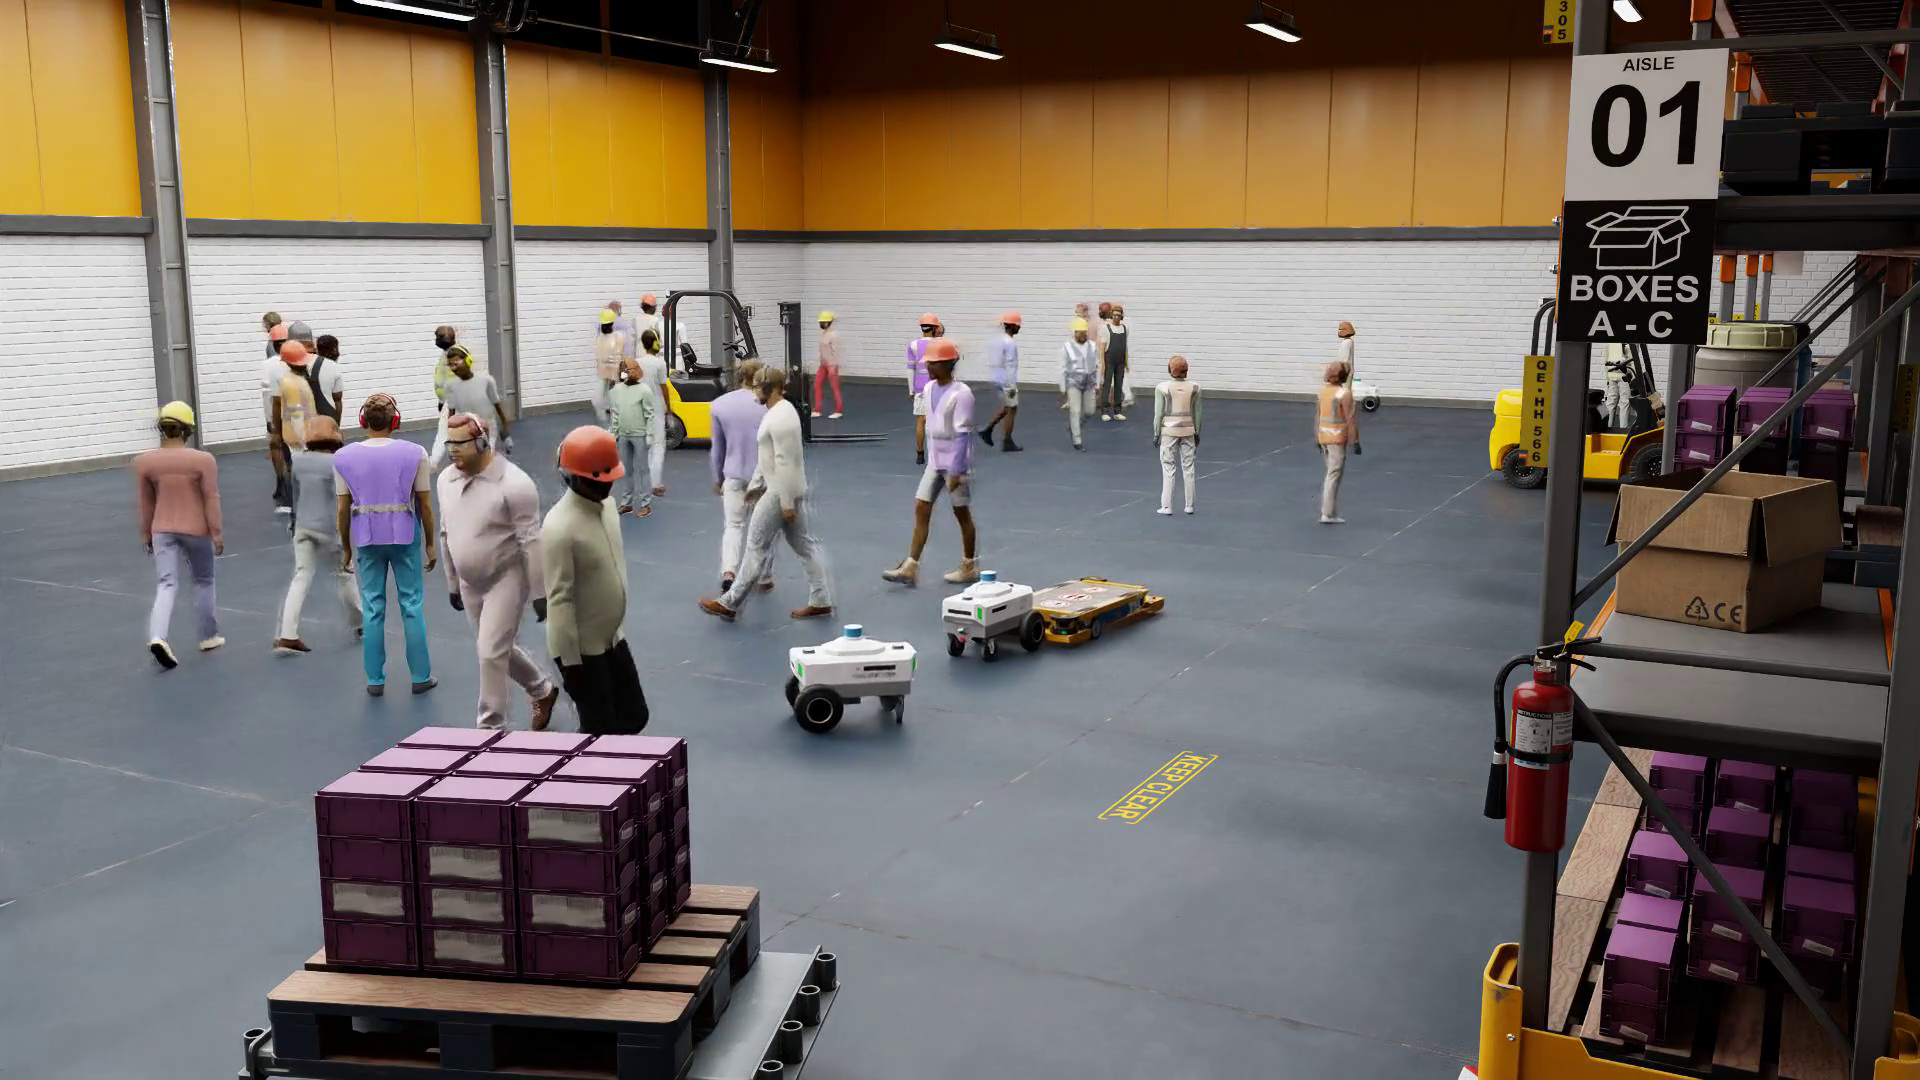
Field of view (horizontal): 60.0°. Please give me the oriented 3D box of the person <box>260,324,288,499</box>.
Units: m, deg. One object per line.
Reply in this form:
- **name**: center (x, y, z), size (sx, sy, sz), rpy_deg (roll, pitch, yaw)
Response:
- **person**: center (-7.307, -1.374, 18.055), size (0.547, 1.921, 0.493), rpy_deg (-8, 12, -37)

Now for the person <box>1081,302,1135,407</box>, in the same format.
- **person**: center (2.593, -3.236, 29.095), size (1.040, 1.827, 0.580), rpy_deg (4, 11, 22)

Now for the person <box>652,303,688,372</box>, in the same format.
- **person**: center (-4.675, -2.887, 26.899), size (0.576, 1.883, 0.355), rpy_deg (1, 10, 4)

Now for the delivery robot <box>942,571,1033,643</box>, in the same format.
- **delivery robot**: center (0.187, 0.451, 11.144), size (0.477, 0.478, 0.707), rpy_deg (6, 12, 33)

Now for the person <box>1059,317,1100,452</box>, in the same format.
- **person**: center (1.610, -2.128, 22.685), size (0.604, 1.820, 0.546), rpy_deg (-4, 11, -22)

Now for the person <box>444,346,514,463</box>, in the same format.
- **person**: center (-4.585, -0.946, 15.865), size (0.551, 1.812, 0.609), rpy_deg (1, 10, 8)

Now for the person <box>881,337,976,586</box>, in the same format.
- **person**: center (-0.220, -0.601, 13.298), size (0.953, 2.004, 0.641), rpy_deg (-8, 12, -37)

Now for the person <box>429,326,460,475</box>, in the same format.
- **person**: center (-6.280, -1.696, 20.245), size (0.925, 1.795, 0.647), rpy_deg (-4, 11, -23)

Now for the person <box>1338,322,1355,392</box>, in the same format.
- **person**: center (5.939, -2.543, 25.631), size (0.266, 1.631, 0.507), rpy_deg (4, 11, 22)

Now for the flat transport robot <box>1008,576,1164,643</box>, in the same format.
- **flat transport robot**: center (0.864, 0.490, 12.013), size (0.652, 0.197, 1.431), rpy_deg (6, 12, 33)

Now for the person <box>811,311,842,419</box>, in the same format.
- **person**: center (-2.208, -2.814, 26.864), size (0.752, 1.733, 0.555), rpy_deg (-7, 12, -37)

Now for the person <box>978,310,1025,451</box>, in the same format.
- **person**: center (0.601, -2.143, 22.484), size (0.546, 1.919, 0.565), rpy_deg (-4, 10, -20)

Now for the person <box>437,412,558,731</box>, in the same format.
- **person**: center (-2.477, 0.214, 9.020), size (0.666, 1.866, 0.872), rpy_deg (6, 11, 29)

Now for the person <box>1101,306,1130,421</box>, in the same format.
- **person**: center (2.490, -2.826, 26.667), size (0.506, 1.843, 0.349), rpy_deg (-4, 11, -23)

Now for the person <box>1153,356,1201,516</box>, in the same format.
- **person**: center (2.228, -1.066, 17.065), size (0.522, 1.638, 0.310), rpy_deg (-2, 10, -13)

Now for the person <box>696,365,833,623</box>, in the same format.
- **person**: center (-1.407, -0.324, 12.097), size (1.006, 1.874, 0.619), rpy_deg (0, 10, 0)

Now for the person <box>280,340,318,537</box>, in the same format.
- **person**: center (-6.249, -0.947, 15.710), size (0.374, 1.885, 0.706), rpy_deg (-2, 10, -14)

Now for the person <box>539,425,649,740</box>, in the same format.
- **person**: center (-1.637, 0.449, 7.382), size (0.485, 1.953, 0.666), rpy_deg (2, 10, 10)

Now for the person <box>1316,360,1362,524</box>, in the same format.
- **person**: center (3.782, -0.965, 16.519), size (0.458, 1.627, 0.528), rpy_deg (-3, 10, -19)

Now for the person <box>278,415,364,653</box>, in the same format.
- **person**: center (-4.330, -0.047, 11.301), size (0.532, 1.585, 0.878), rpy_deg (3, 10, 19)

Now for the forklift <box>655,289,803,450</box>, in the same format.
- **forklift**: center (-3.358, -2.392, 23.136), size (2.313, 2.155, 1.214), rpy_deg (-1, 10, -5)

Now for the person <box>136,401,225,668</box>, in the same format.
- **person**: center (-5.147, -0.047, 10.944), size (0.526, 1.724, 0.854), rpy_deg (-1, 10, -7)

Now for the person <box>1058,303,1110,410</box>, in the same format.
- **person**: center (2.155, -3.137, 28.516), size (0.979, 1.854, 0.742), rpy_deg (-2, 10, -10)

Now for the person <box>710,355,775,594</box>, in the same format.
- **person**: center (-1.631, -0.463, 12.825), size (0.634, 1.908, 0.885), rpy_deg (0, 10, 2)

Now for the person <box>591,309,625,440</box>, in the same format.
- **person**: center (-5.016, -2.337, 23.668), size (0.594, 1.898, 0.499), rpy_deg (7, 12, 35)

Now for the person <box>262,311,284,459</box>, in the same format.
- **person**: center (-8.874, -2.015, 21.731), size (0.403, 1.929, 0.655), rpy_deg (-2, 10, -10)

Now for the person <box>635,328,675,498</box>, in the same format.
- **person**: center (-3.385, -1.399, 18.406), size (0.531, 1.871, 0.381), rpy_deg (7, 12, 35)

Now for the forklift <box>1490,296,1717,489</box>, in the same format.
- **forklift**: center (7.296, -1.677, 18.993), size (2.313, 2.155, 1.214), rpy_deg (5, 11, 27)

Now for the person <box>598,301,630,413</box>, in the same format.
- **person**: center (-5.753, -3.078, 28.012), size (0.680, 1.874, 0.909), rpy_deg (5, 11, 27)

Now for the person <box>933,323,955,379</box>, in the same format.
- **person**: center (-0.330, -2.468, 25.226), size (0.529, 1.645, 0.343), rpy_deg (1, 10, 8)

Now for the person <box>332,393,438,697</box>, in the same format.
- **person**: center (-3.470, 0.037, 10.075), size (0.563, 1.847, 0.390), rpy_deg (-2, 10, -11)

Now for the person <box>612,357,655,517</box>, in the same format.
- **person**: center (-3.343, -1.051, 16.990), size (0.501, 1.633, 0.285), rpy_deg (5, 11, 27)

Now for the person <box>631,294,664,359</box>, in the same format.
- **person**: center (-5.087, -2.988, 27.161), size (0.615, 2.015, 0.534), rpy_deg (5, 11, 27)

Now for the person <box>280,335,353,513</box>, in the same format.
- **person**: center (-6.581, -1.187, 17.157), size (1.021, 1.849, 0.715), rpy_deg (-6, 12, -31)

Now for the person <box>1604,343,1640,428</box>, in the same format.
- **person**: center (9.498, -2.332, 23.821), size (0.403, 1.837, 0.590), rpy_deg (-5, 11, -26)

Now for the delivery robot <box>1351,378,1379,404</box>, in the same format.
- **delivery robot**: center (6.782, -2.525, 28.375), size (0.707, 0.478, 0.477), rpy_deg (3, 10, 17)

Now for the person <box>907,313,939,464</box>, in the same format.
- **person**: center (-0.392, -1.920, 21.172), size (0.542, 1.928, 0.374), rpy_deg (1, 10, 7)

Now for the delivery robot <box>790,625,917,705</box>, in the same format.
- **delivery robot**: center (-0.606, 0.729, 9.537), size (0.707, 0.478, 0.477), rpy_deg (-2, 10, -12)

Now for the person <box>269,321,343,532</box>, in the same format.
- **person**: center (-6.309, -1.088, 16.028), size (0.672, 2.000, 0.536), rpy_deg (-8, 13, -39)
